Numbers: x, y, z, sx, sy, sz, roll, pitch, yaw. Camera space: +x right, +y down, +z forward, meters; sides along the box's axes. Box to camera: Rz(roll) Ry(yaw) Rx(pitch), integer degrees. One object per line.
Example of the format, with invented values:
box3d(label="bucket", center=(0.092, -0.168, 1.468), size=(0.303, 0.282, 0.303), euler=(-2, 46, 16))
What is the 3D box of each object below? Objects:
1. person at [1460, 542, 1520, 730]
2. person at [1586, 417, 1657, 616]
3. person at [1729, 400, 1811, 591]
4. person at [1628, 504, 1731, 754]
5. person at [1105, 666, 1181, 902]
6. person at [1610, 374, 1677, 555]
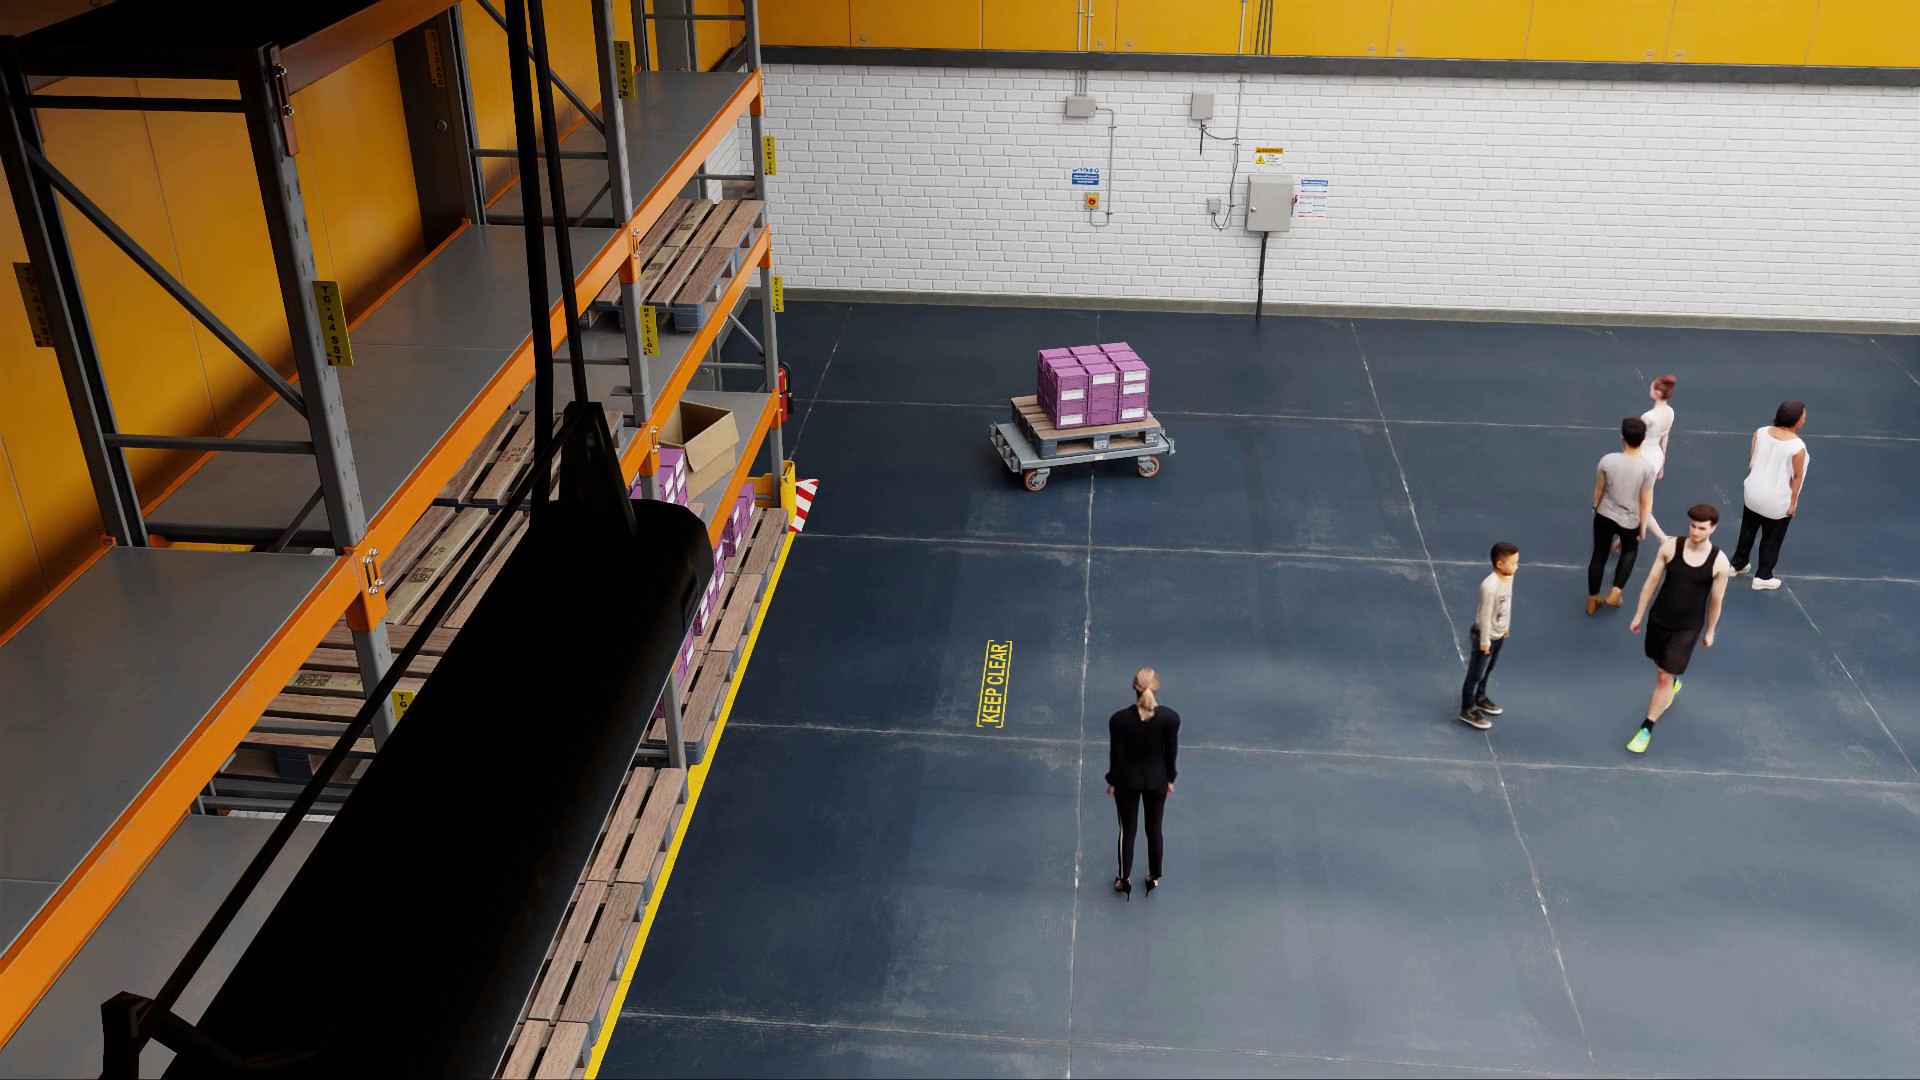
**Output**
box3d(label="person", center=(3.894, 0.674, 12.268), size=(0.698, 1.463, 0.623), euler=(23, 36, 36))
box3d(label="person", center=(5.328, -0.144, 13.529), size=(0.761, 1.692, 0.797), euler=(18, 33, 29))
box3d(label="person", center=(6.847, -0.403, 14.008), size=(0.818, 1.688, 0.709), euler=(-12, 31, -21))
box3d(label="person", center=(5.216, 0.563, 12.064), size=(1.141, 1.852, 1.296), euler=(23, 36, 35))
box3d(label="person", center=(1.137, 1.537, 10.431), size=(0.643, 1.706, 0.585), euler=(-2, 29, -3))
box3d(label="person", center=(5.908, -0.544, 14.175), size=(0.929, 1.774, 1.020), euler=(-18, 33, -29))
